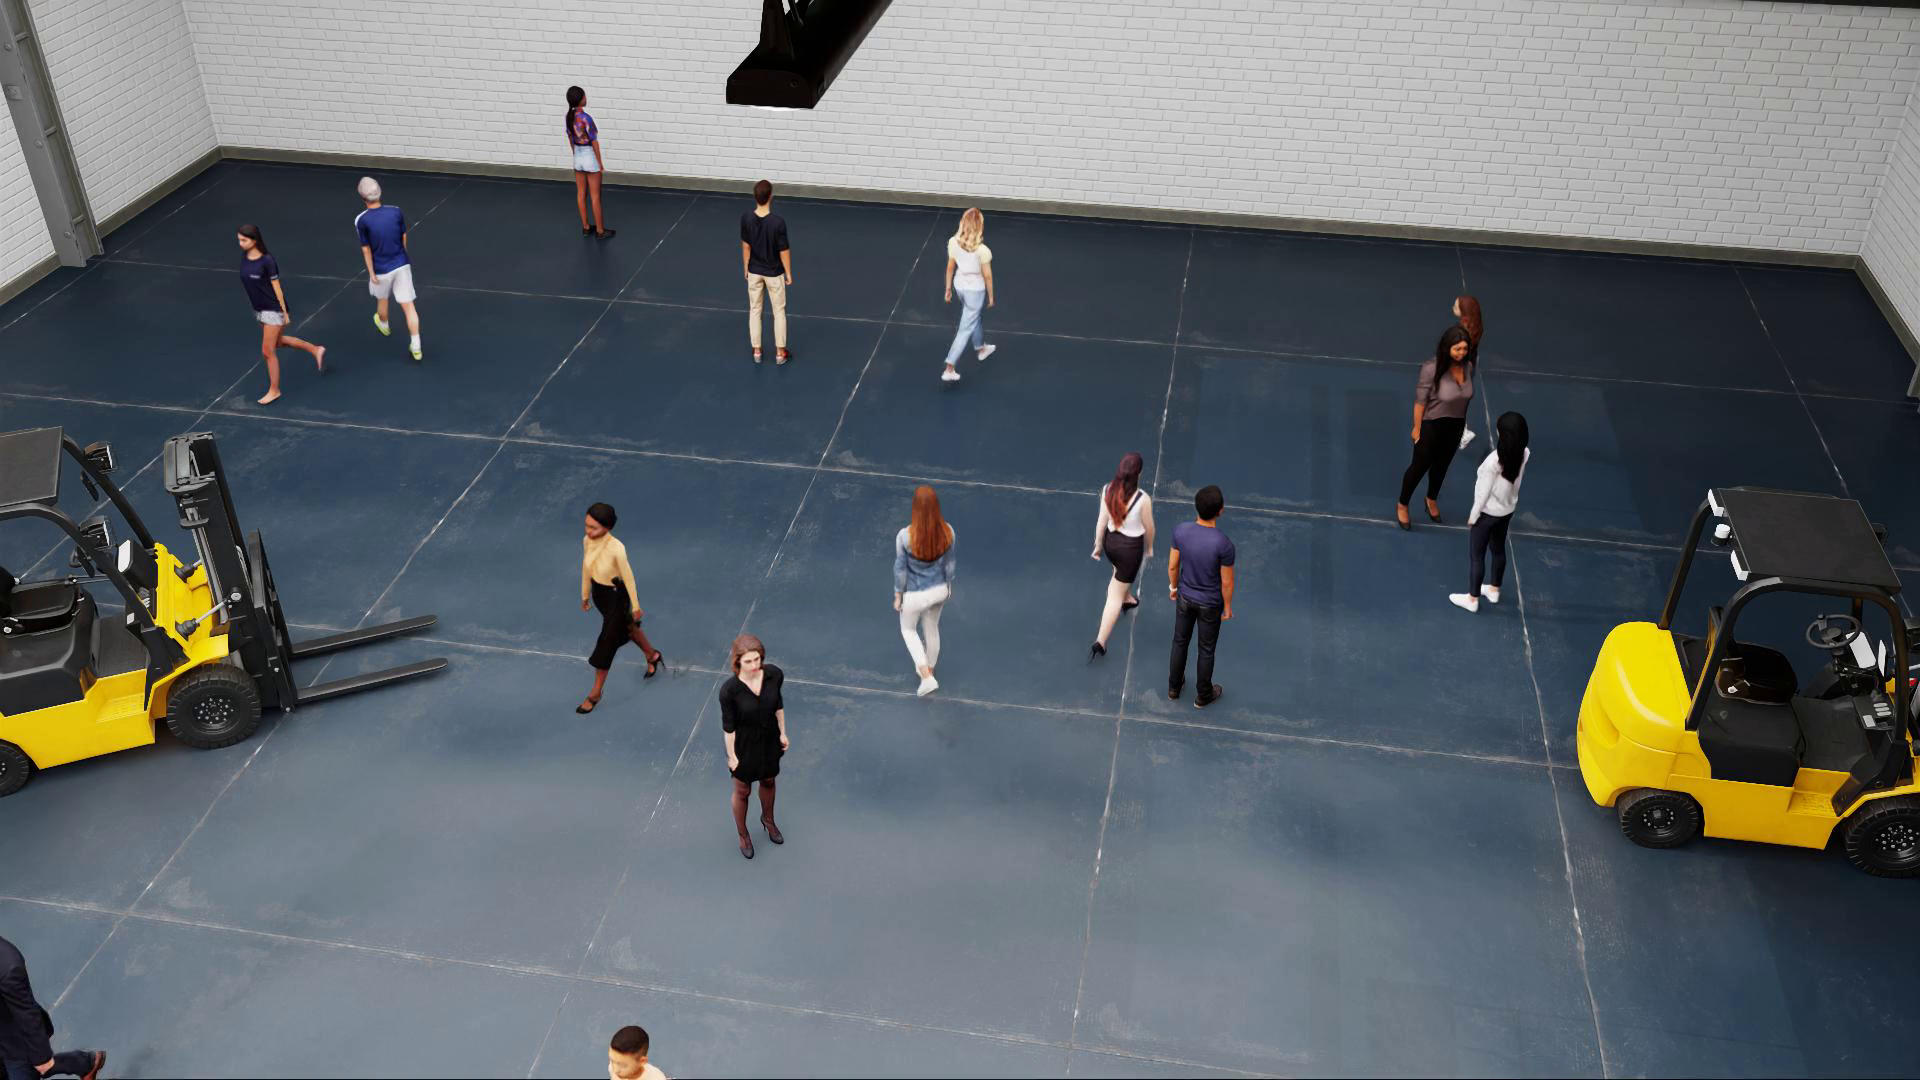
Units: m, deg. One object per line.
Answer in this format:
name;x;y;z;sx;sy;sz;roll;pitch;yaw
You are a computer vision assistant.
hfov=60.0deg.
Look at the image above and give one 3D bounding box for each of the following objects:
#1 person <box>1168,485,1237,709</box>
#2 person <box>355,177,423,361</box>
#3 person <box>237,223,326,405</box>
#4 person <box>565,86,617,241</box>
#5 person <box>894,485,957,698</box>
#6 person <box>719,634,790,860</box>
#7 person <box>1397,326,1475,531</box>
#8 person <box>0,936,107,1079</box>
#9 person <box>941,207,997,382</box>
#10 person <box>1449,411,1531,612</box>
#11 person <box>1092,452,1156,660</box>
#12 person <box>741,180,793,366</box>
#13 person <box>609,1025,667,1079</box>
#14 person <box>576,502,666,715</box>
person;1.683;0.405;11.719;0.701;1.793;0.647;17;37;24
person;-5.532;-2.607;16.260;1.125;1.783;1.205;-20;38;-27
person;-6.422;-2.183;15.664;0.858;1.737;1.131;21;39;28
person;-4.227;-4.264;18.786;0.657;1.747;0.642;20;38;27
person;-0.217;0.428;11.779;0.840;1.688;0.918;-14;36;-20
person;-1.293;1.284;10.477;0.651;1.704;0.709;-21;39;-28
person;3.929;-0.931;13.689;0.750;1.839;0.767;-12;35;-17
person;-4.852;2.493;8.583;0.878;1.789;1.055;16;37;23
person;0.050;-2.299;15.891;0.984;1.679;1.261;22;39;29
person;4.106;-0.223;12.750;0.689;1.700;0.751;-22;39;-29
person;1.172;0.149;12.282;0.822;1.597;1.158;17;37;24
person;-1.889;-2.595;16.182;0.618;1.851;0.516;6;34;8
person;-1.517;2.917;8.259;0.705;1.442;0.967;16;37;23
person;-2.410;0.433;11.848;0.934;1.605;1.115;26;42;33
